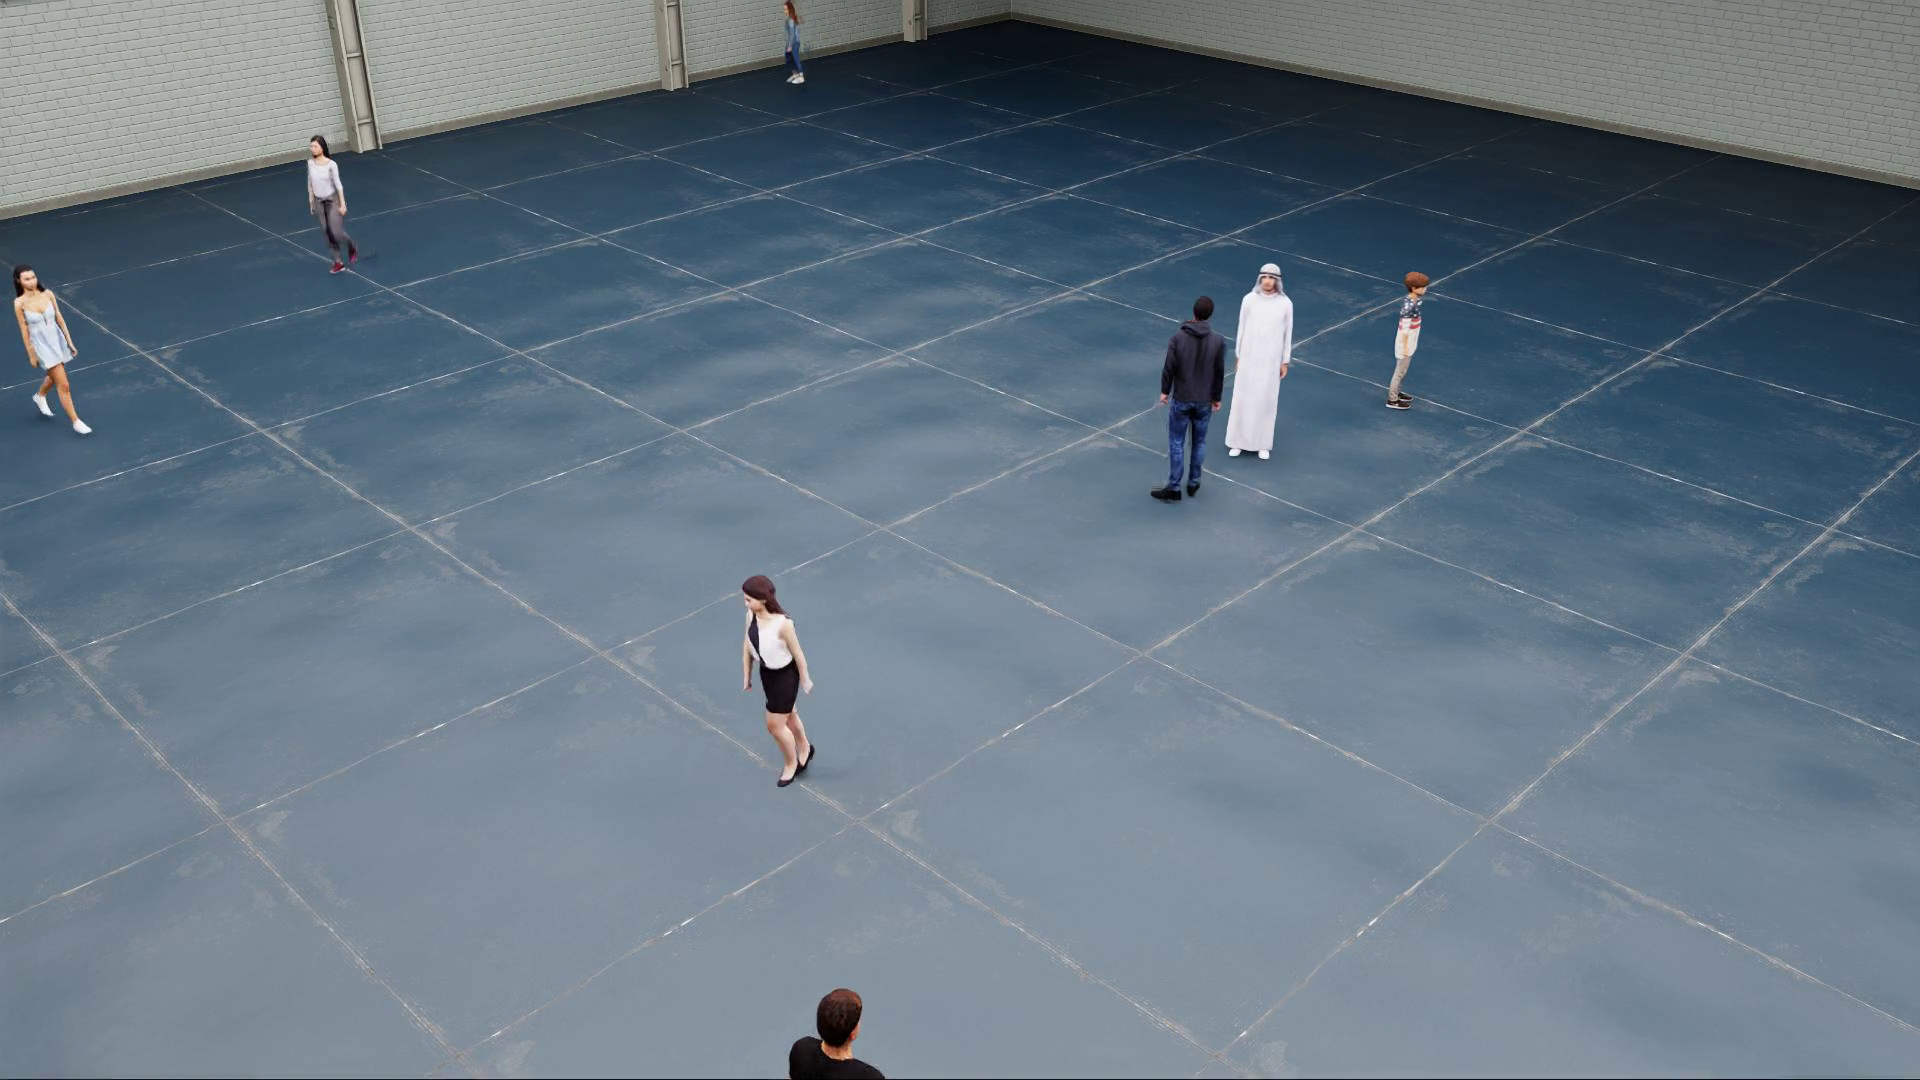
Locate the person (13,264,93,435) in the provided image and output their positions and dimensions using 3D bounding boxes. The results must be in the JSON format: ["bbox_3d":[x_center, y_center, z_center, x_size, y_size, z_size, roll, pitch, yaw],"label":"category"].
[{"bbox_3d":[-9.084,-1.915,16.488,0.862,1.700,1.125,14,31,24],"label":"person"}]

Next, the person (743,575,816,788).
[{"bbox_3d":[-1.163,0.933,11.233,0.597,1.613,0.700,15,32,26],"label":"person"}]

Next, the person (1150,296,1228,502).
[{"bbox_3d":[2.086,-1.266,15.091,0.942,1.868,1.004,-4,28,-7],"label":"person"}]

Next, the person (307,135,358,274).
[{"bbox_3d":[-7.848,-4.219,20.788,0.777,1.726,0.853,9,29,16],"label":"person"}]

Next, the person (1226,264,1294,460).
[{"bbox_3d":[2.879,-1.721,15.886,0.816,1.926,0.832,6,29,12],"label":"person"}]

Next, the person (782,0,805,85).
[{"bbox_3d":[-2.986,-8.969,29.995,0.698,1.455,0.676,-7,29,-12],"label":"person"}]

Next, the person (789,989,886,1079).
[{"bbox_3d":[-0.601,2.820,7.453,0.808,1.837,1.059,17,33,29],"label":"person"}]

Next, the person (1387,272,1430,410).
[{"bbox_3d":[4.568,-2.053,17.026,0.625,1.439,0.508,12,30,21],"label":"person"}]
